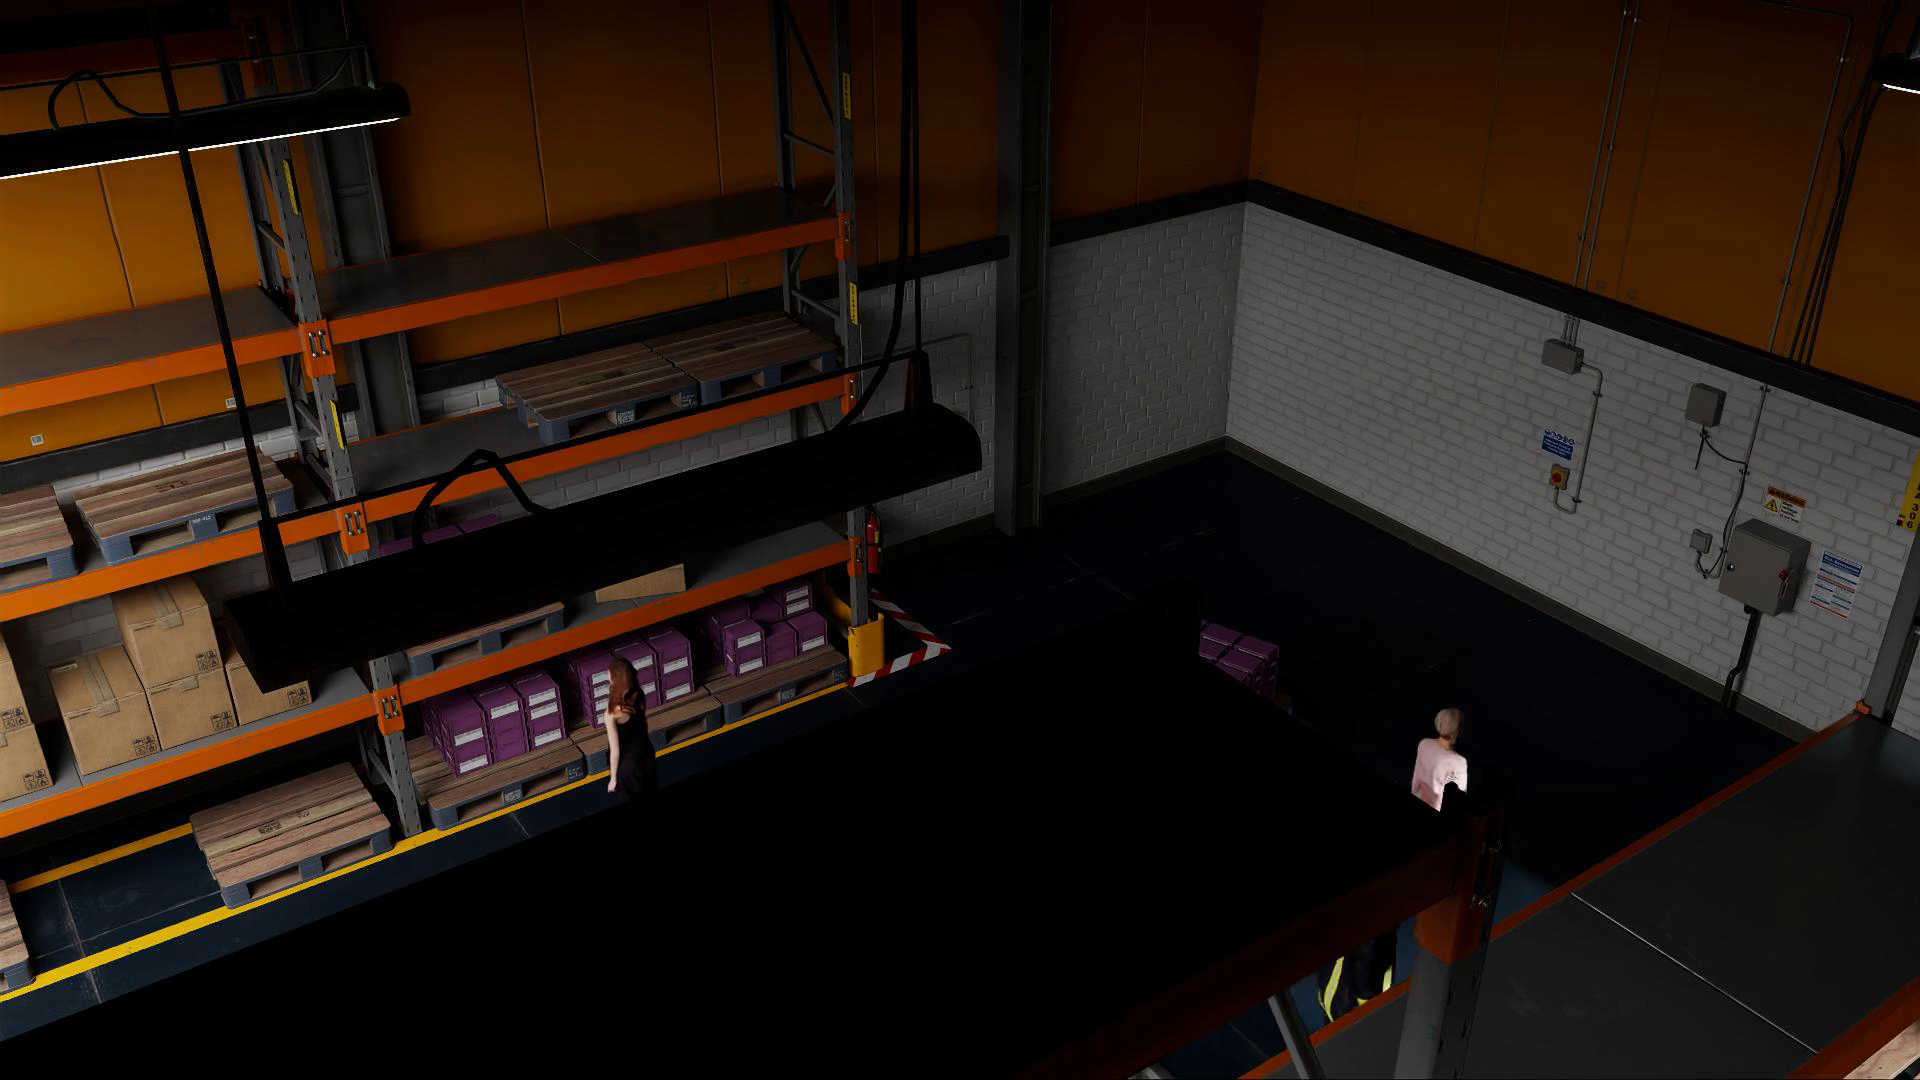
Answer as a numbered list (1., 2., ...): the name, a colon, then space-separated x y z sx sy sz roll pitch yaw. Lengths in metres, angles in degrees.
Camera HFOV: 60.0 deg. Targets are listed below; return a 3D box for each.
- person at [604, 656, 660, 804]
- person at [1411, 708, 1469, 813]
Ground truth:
1. person: -2.327 1.589 11.896 0.720 1.747 0.596 16 32 26
2. person: 3.213 1.906 11.386 0.834 1.678 0.613 -17 33 -28
